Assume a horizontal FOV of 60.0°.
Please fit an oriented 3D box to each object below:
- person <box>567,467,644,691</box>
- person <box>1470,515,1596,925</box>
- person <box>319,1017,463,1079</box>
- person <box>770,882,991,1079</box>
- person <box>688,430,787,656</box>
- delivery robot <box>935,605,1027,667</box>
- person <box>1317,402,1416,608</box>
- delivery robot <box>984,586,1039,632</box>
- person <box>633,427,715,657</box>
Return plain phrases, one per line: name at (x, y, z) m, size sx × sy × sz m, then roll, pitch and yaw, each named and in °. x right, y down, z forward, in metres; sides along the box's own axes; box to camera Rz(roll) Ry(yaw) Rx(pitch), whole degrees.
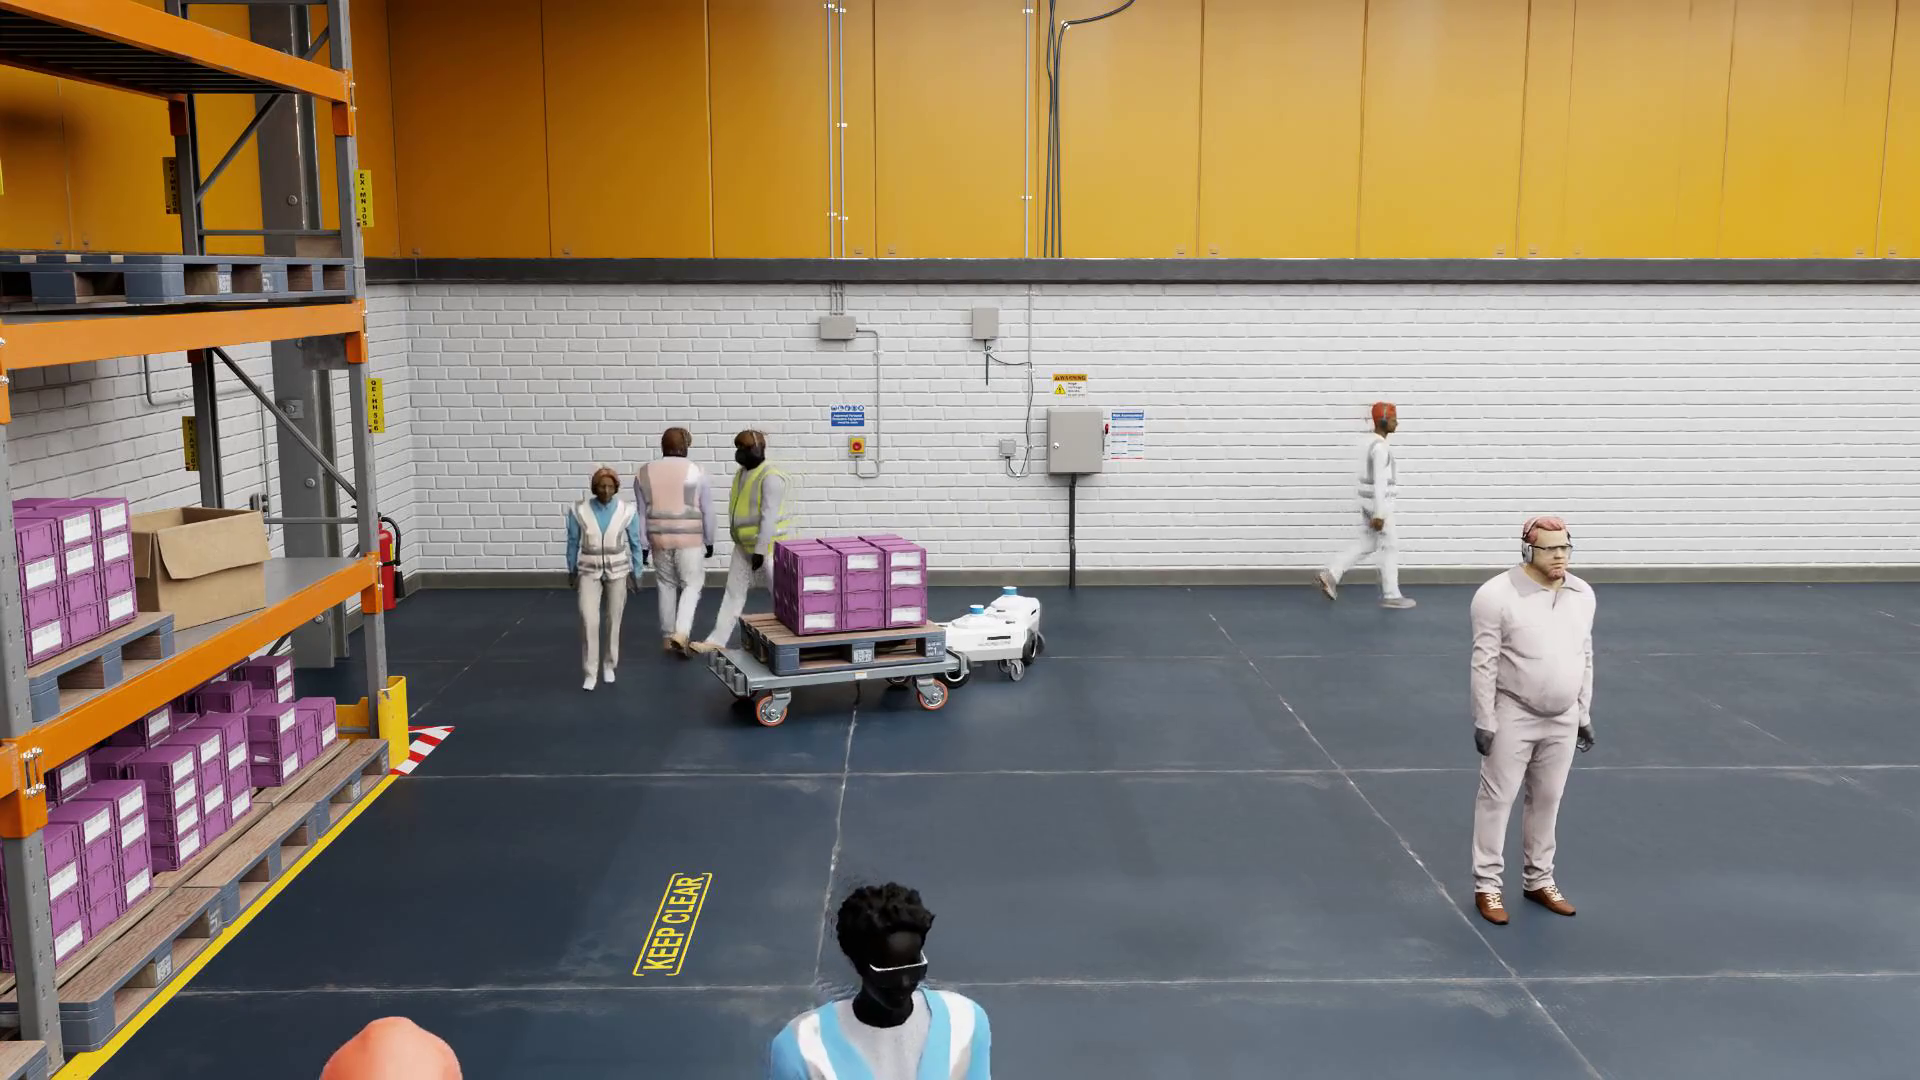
person at (-2.553, 0.283, 11.992) m, size 0.538 × 1.602 × 0.725 m, roll -2°, pitch 10°, yaw -14°
person at (2.684, 0.828, 7.753) m, size 0.637 × 1.910 × 0.403 m, roll -2°, pitch 10°, yaw -15°
person at (-0.851, 1.664, 2.602) m, size 0.557 × 1.910 × 0.644 m, roll -3°, pitch 10°, yaw -16°
person at (-0.166, 1.583, 3.794) m, size 0.537 × 1.686 × 0.363 m, roll -4°, pitch 10°, yaw -24°
person at (-1.624, 0.050, 12.864) m, size 0.947 × 1.791 × 0.641 m, roll -7°, pitch 11°, yaw -36°
delivery robot at (0.125, 0.722, 12.254) m, size 0.707 × 0.478 × 0.477 m, roll -2°, pitch 10°, yaw -15°
person at (3.671, -0.309, 14.852) m, size 0.802 × 1.866 × 0.578 m, roll 0°, pitch 9°, yaw -1°
delivery robot at (0.385, 0.605, 12.973) m, size 0.477 × 0.478 × 0.707 m, roll 3°, pitch 10°, yaw 16°
person at (-2.247, 0.015, 13.060) m, size 0.616 × 1.810 × 0.713 m, roll 1°, pitch 9°, yaw 8°
